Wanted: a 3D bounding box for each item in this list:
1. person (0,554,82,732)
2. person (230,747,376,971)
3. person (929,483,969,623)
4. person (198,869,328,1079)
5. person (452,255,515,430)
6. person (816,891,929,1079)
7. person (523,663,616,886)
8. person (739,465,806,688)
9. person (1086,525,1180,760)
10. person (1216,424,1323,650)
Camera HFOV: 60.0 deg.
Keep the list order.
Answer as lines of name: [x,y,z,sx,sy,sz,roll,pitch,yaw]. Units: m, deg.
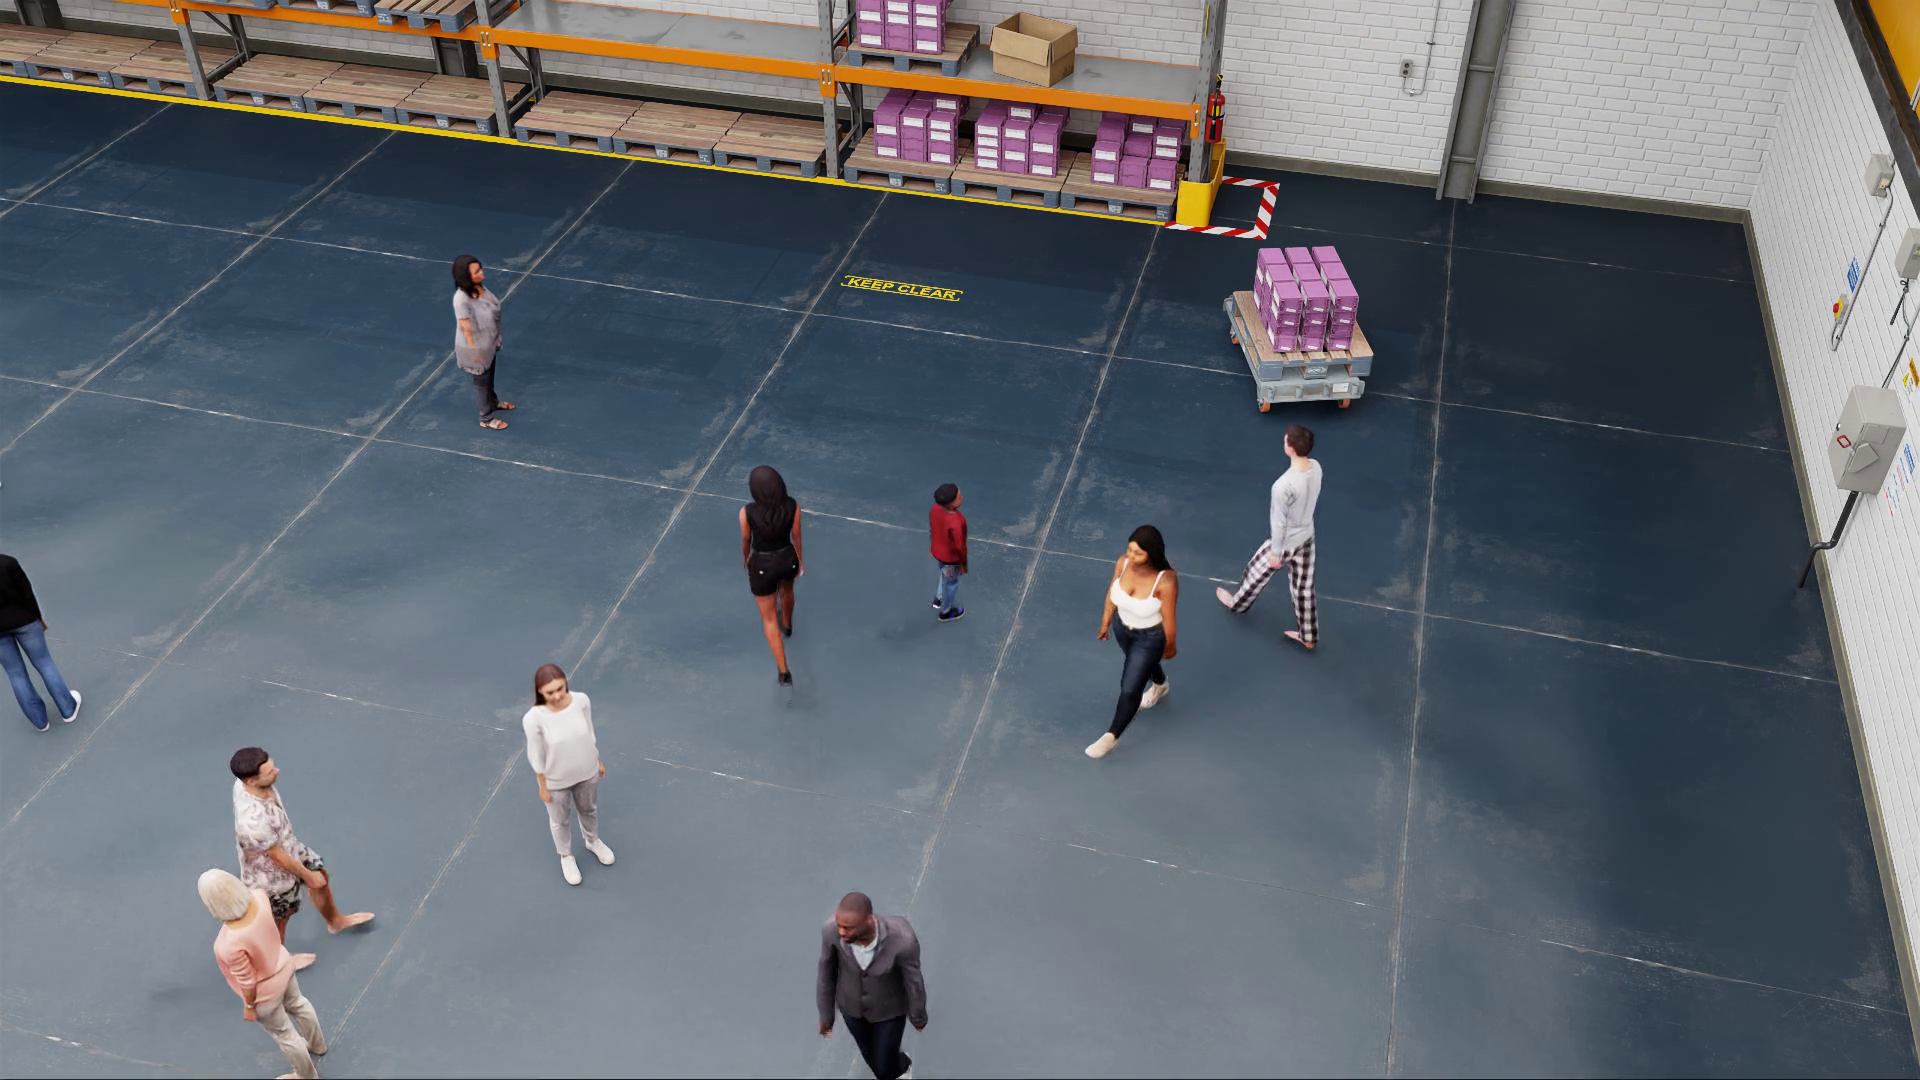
person: [-6.461,0.580,11.304,0.668,1.749,0.741,-17,41,-20]
person: [-4.075,1.884,9.634,1.016,1.793,0.919,-12,40,-15]
person: [-0.138,0.111,12.295,0.656,1.244,0.586,-24,44,-27]
person: [-3.783,2.382,9.067,0.587,1.724,0.643,2,39,2]
person: [-4.149,-1.730,14.306,0.736,1.611,0.705,-1,39,-1]
person: [-0.446,2.423,8.962,0.590,1.791,0.780,9,39,11]
person: [-2.436,1.417,10.304,0.684,1.688,0.717,-26,46,-29]
person: [-1.302,0.274,11.724,1.137,1.701,1.095,-14,41,-17]
person: [1.282,0.594,11.279,1.144,1.756,1.219,-29,47,-31]
person: [2.444,0.035,11.938,1.046,1.809,1.213,-30,47,-32]
